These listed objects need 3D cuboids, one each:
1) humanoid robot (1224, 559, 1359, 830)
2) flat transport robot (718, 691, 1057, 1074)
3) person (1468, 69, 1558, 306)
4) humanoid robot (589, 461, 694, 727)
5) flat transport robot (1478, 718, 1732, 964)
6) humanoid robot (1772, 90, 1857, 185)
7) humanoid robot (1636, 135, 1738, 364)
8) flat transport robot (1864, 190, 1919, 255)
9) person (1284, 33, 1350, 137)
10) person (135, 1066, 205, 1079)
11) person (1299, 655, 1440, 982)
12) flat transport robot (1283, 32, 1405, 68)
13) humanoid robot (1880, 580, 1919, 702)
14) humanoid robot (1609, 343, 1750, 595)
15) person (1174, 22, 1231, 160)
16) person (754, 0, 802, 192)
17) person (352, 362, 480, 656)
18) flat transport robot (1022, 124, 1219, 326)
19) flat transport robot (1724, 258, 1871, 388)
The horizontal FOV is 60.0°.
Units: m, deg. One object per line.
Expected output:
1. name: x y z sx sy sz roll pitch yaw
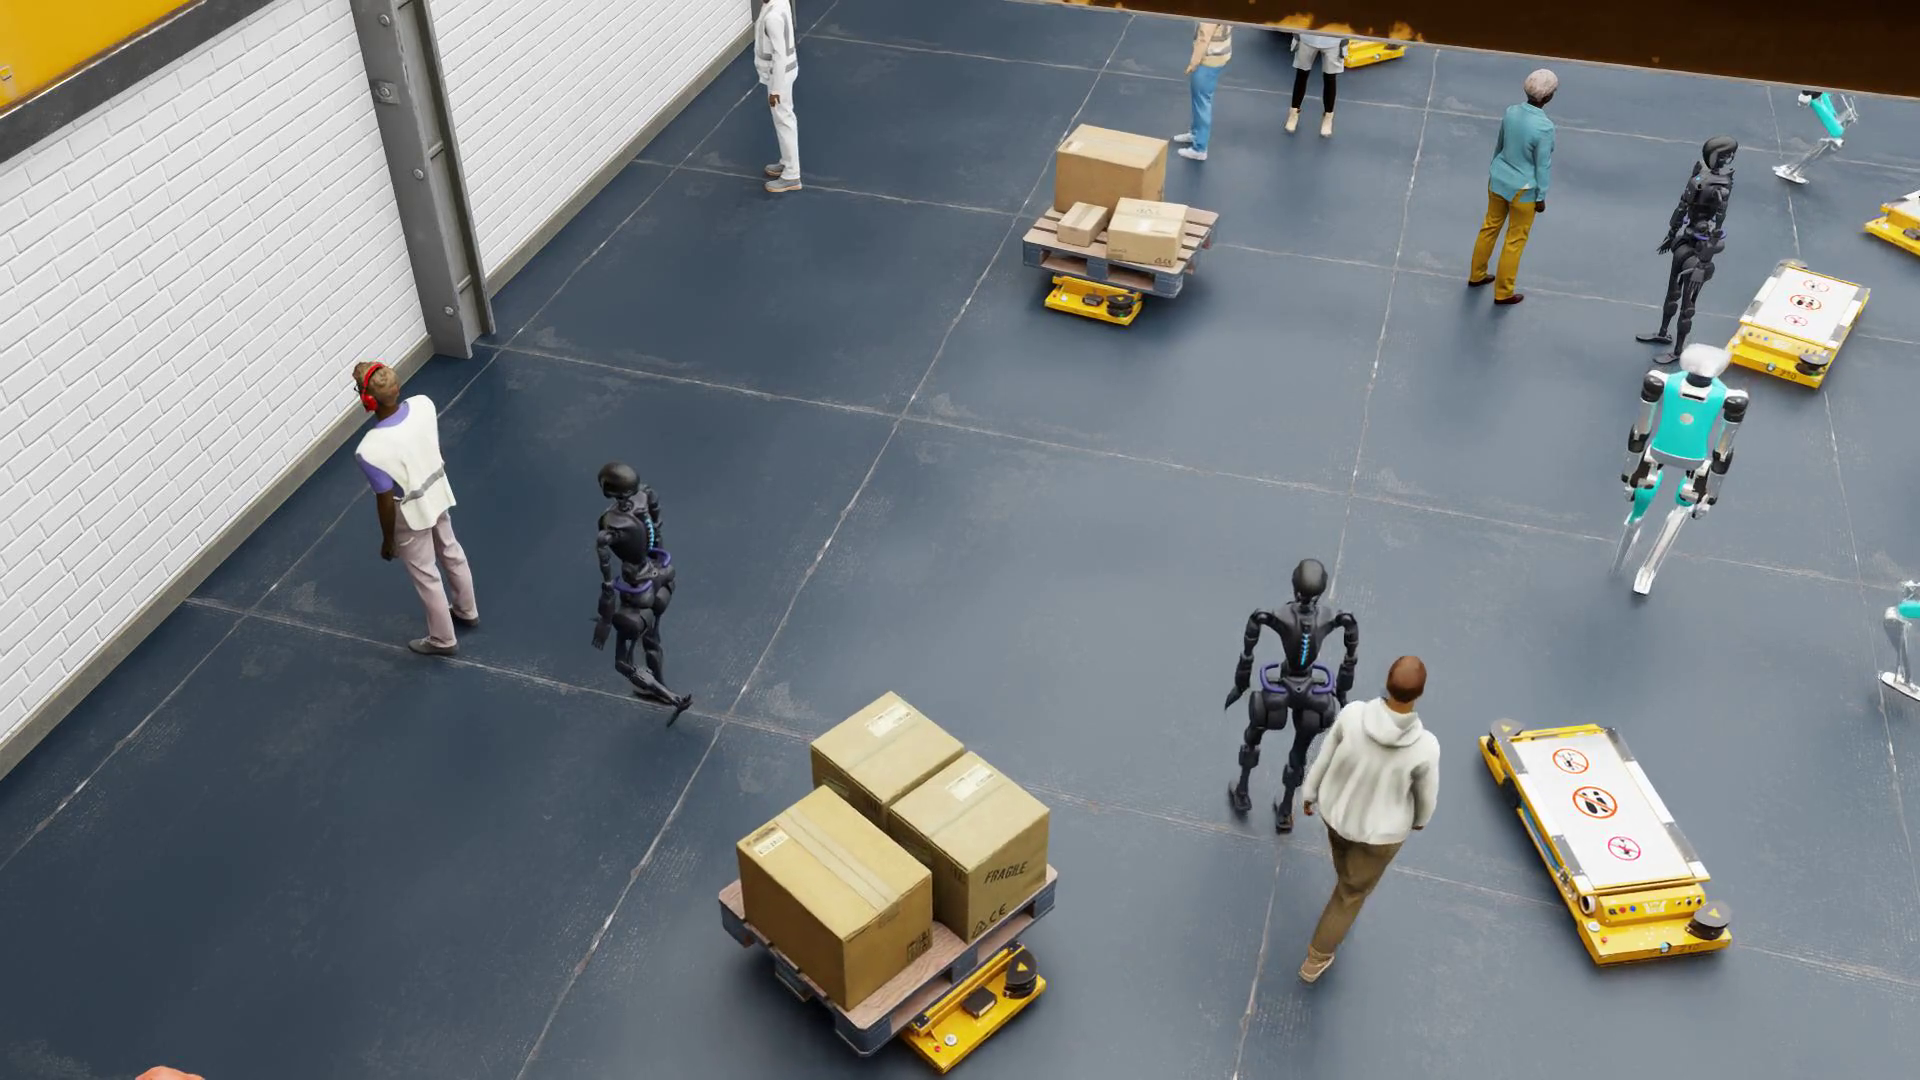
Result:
1. humanoid robot: 1.583 0.731 7.961 0.601 1.648 0.354 2 39 3
2. flat transport robot: -0.336 1.808 7.756 0.659 0.231 1.431 -31 48 -33
3. person: 4.015 -2.537 11.985 0.342 1.749 0.530 -17 42 -20
4. humanoid robot: -1.603 0.275 8.535 0.475 1.644 0.600 15 41 18
5. flat transport robot: 3.159 1.432 8.223 0.659 0.231 1.431 -5 39 -7
6. humanoid robot: 7.053 -3.666 13.367 0.707 1.760 0.546 23 44 26
7. humanoid robot: 4.994 -1.982 11.338 0.315 1.653 0.599 -1 39 -2
8. flat transport robot: 7.931 -2.577 13.210 1.431 0.231 0.659 -21 43 -24
9. person: 3.076 -4.263 14.174 0.533 1.688 0.322 13 41 16
10. person: -2.478 2.429 5.656 0.550 1.932 0.375 1 39 2
11. person: 1.825 1.178 7.369 0.527 1.713 0.873 26 45 28
12. flat transport robot: 3.627 -4.989 16.210 0.659 0.231 1.431 -18 42 -21
13. humanoid robot: 5.252 0.210 8.551 0.970 1.731 0.550 27 46 29
14. humanoid robot: 4.013 -0.361 9.375 0.546 1.906 0.723 20 43 23
15. person: 2.069 -4.031 13.867 0.385 1.715 0.495 4 39 5
16. person: -1.472 -3.717 13.342 0.350 1.880 0.575 -1 39 -2
17. person: -2.914 -0.146 8.927 0.397 1.846 0.563 14 41 16
18. flat transport robot: 1.216 -2.093 12.608 0.659 0.231 1.431 16 42 19
19. flat transport robot: 6.039 -1.579 11.968 0.659 0.231 1.431 24 45 27
